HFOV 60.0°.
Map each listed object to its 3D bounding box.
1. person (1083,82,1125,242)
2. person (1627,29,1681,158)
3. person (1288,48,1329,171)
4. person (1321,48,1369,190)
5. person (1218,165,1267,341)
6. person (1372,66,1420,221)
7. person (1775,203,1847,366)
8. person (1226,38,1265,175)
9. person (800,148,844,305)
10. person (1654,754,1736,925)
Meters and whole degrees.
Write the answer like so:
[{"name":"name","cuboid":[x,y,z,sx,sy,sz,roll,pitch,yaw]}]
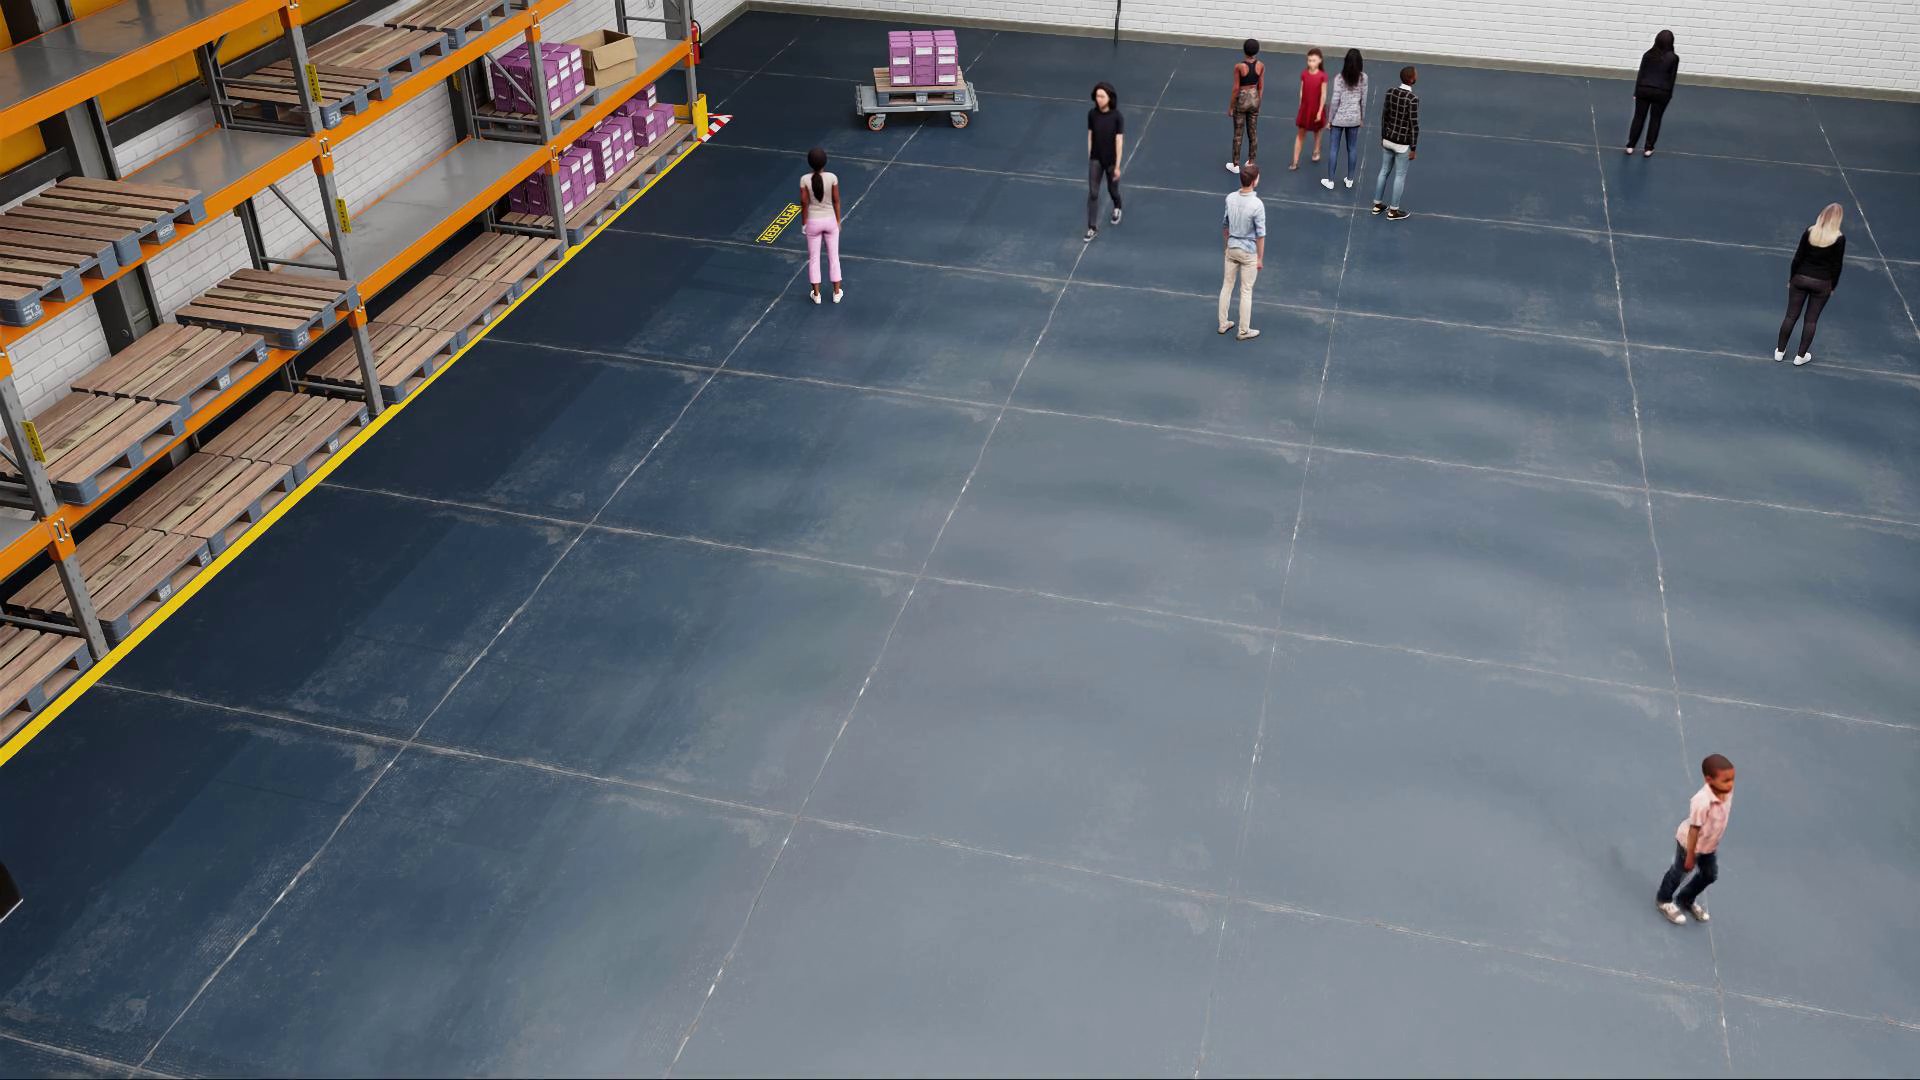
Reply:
[{"name":"person","cuboid":[1.736,-4.447,19.356,0.780,1.800,1.152,15,36,21]},{"name":"person","cuboid":[8.987,-5.788,21.541,0.693,1.614,0.700,17,37,24]},{"name":"person","cuboid":[4.531,-5.511,21.221,0.675,1.508,1.107,15,37,22]},{"name":"person","cuboid":[4.767,-5.216,20.575,0.690,1.732,0.657,-4,34,-7]},{"name":"person","cuboid":[2.896,-2.960,17.076,0.731,1.848,0.726,28,43,35]},{"name":"person","cuboid":[5.193,-4.727,19.758,0.772,1.821,0.745,-23,40,-30]},{"name":"person","cuboid":[8.503,-2.555,16.612,0.678,1.687,0.663,23,40,31]},{"name":"person","cuboid":[3.613,-5.495,21.024,0.657,1.699,0.662,-7,34,-11]},{"name":"person","cuboid":[-1.482,-3.366,17.783,0.646,1.740,0.634,-4,34,-6]},{"name":"person","cuboid":[4.553,1.828,10.368,0.617,1.299,0.681,-20,38,-27]}]
